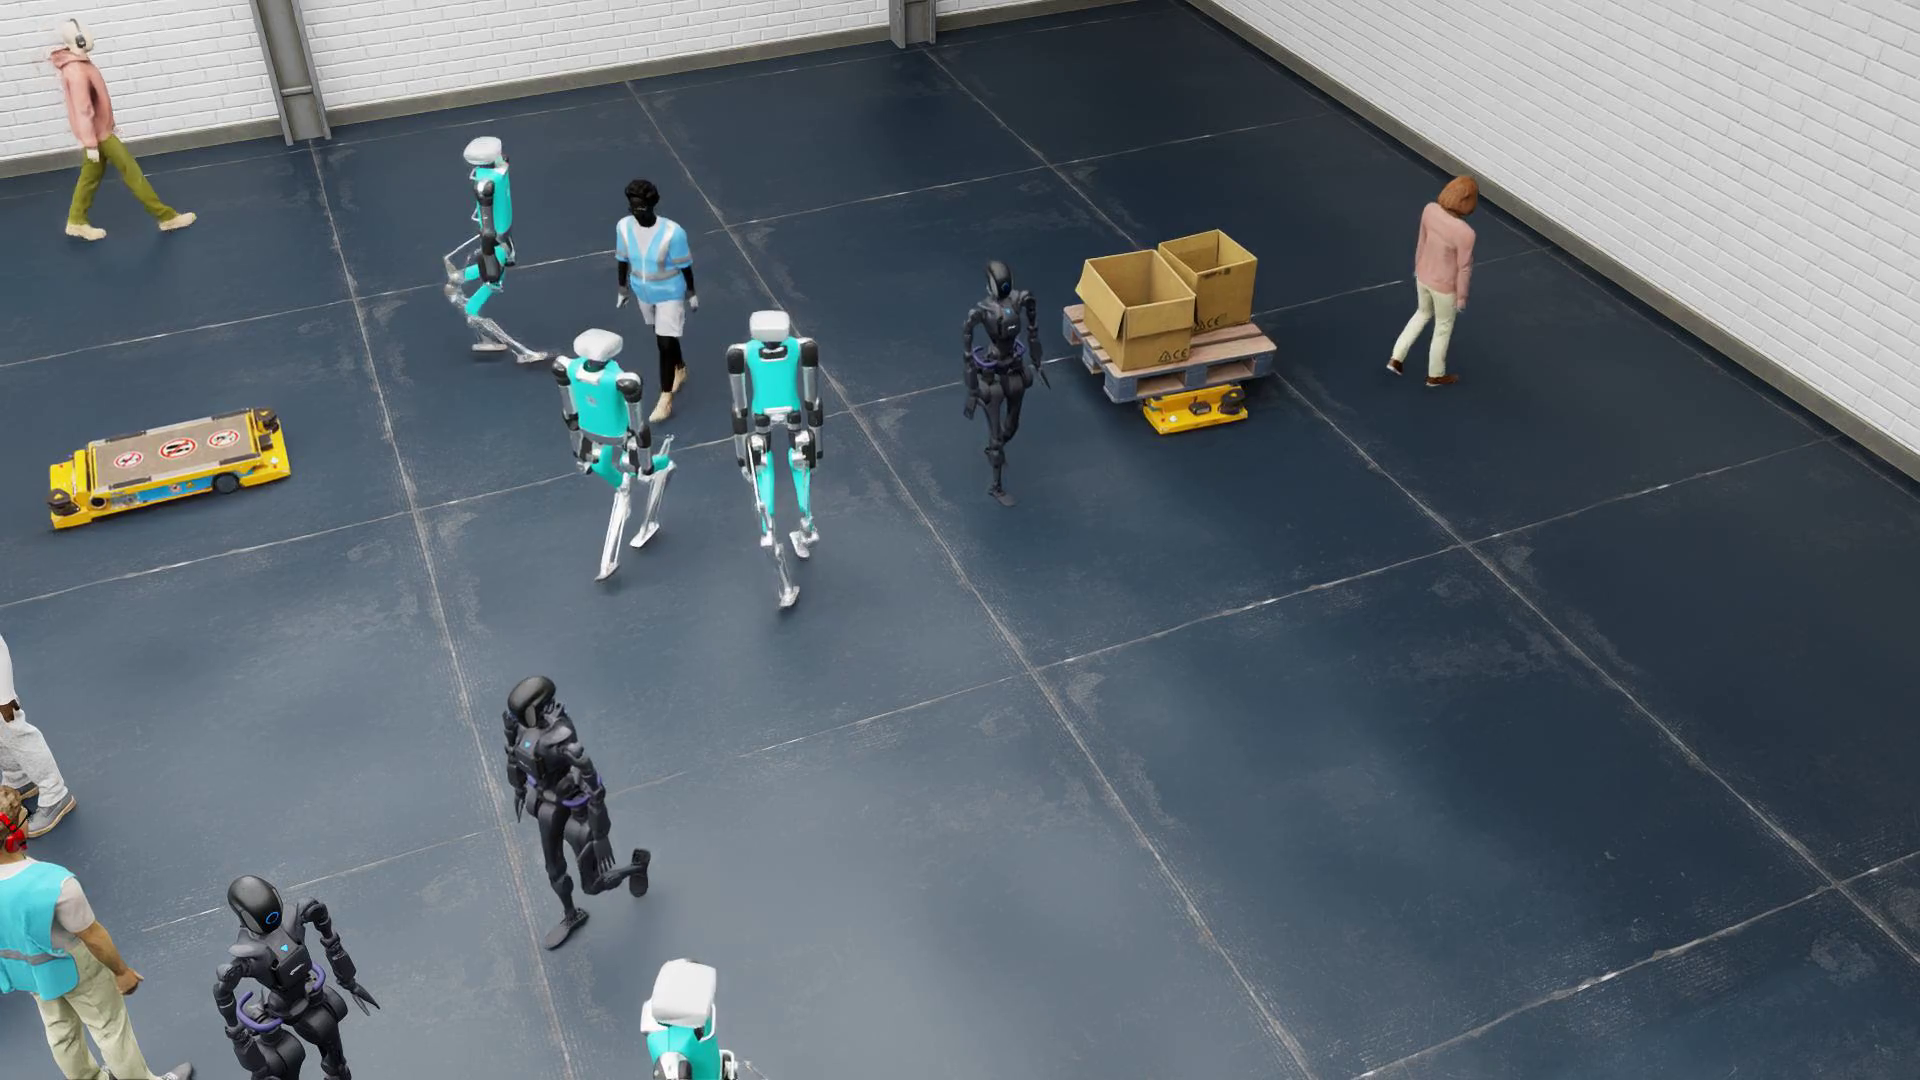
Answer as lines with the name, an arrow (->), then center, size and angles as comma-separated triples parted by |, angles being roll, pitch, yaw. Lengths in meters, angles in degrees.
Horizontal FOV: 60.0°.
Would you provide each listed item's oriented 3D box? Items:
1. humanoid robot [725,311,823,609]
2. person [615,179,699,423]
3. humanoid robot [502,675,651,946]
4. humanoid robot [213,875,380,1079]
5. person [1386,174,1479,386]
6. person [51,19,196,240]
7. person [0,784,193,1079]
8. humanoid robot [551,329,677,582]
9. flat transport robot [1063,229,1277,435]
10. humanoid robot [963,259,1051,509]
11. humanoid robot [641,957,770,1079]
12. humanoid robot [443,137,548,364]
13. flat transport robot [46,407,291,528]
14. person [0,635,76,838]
humanoid robot -> -1.005, -0.364, 9.585 | 0.530, 1.773, 0.951 | -7, 38, -10
person -> -2.102, -1.615, 11.216 | 0.554, 1.666, 0.766 | 16, 40, 19
humanoid robot -> -1.761, 1.166, 7.603 | 0.616, 1.637, 0.572 | 22, 43, 26
humanoid robot -> -2.626, 1.913, 6.616 | 0.315, 1.657, 0.599 | 20, 42, 24
person -> 3.316, -1.773, 11.469 | 0.481, 1.621, 0.539 | -18, 41, -22
person -> -6.908, -3.267, 13.287 | 0.982, 1.787, 0.549 | -16, 40, -20
person -> -3.645, 1.724, 6.735 | 0.569, 1.844, 0.382 | 6, 38, 8
humanoid robot -> -1.954, -0.583, 9.814 | 0.570, 1.726, 0.918 | 11, 39, 14
flat transport robot -> 1.448, -1.242, 11.890 | 0.659, 0.231, 1.431 | -11, 39, -14
humanoid robot -> 0.287, -1.041, 10.501 | 0.614, 1.642, 0.613 | -20, 42, -24
humanoid robot -> -0.668, 2.198, 6.251 | 0.883, 1.822, 0.551 | -2, 38, -3
humanoid robot -> -3.393, -1.982, 11.629 | 0.831, 1.739, 0.548 | 1, 38, 1
flat transport robot -> -5.187, -0.487, 10.908 | 1.431, 0.231, 0.659 | -15, 40, -19
person -> -4.801, 0.668, 8.078 | 0.583, 1.882, 0.337 | 19, 41, 23
